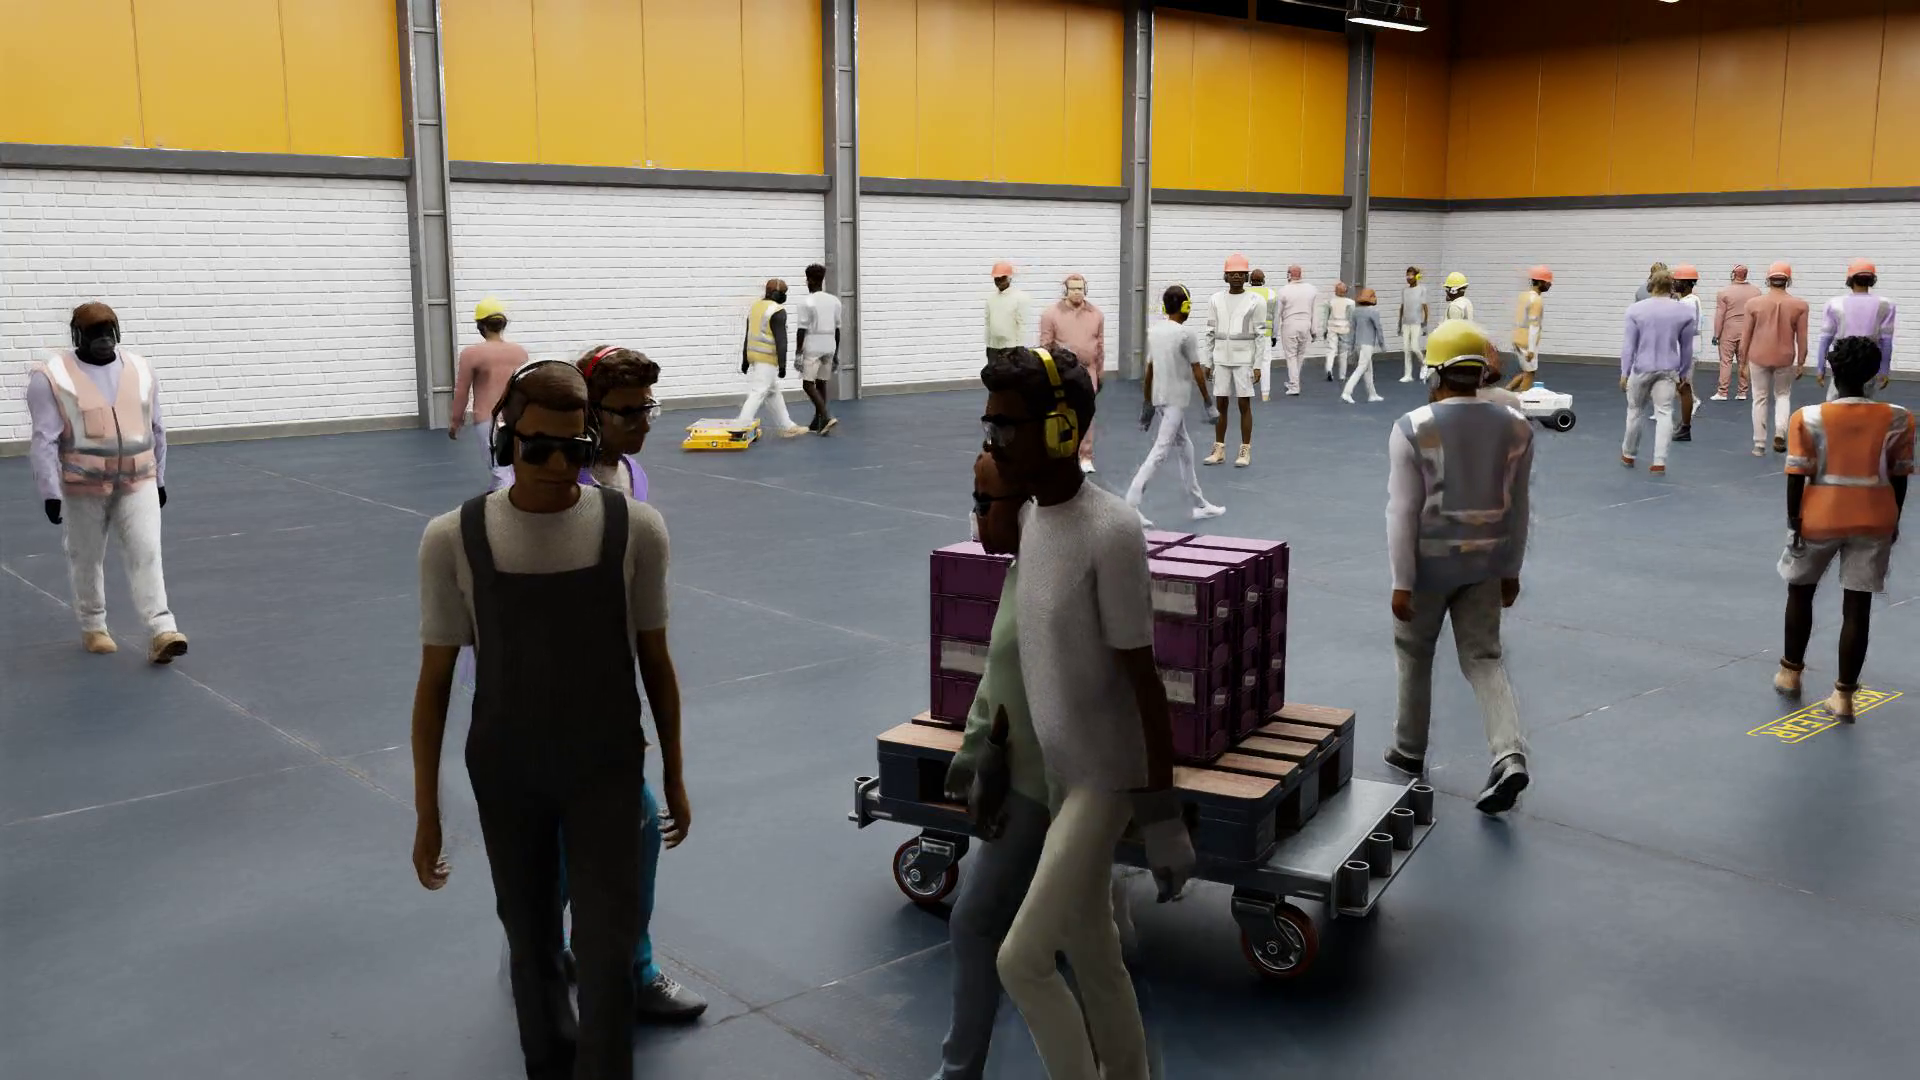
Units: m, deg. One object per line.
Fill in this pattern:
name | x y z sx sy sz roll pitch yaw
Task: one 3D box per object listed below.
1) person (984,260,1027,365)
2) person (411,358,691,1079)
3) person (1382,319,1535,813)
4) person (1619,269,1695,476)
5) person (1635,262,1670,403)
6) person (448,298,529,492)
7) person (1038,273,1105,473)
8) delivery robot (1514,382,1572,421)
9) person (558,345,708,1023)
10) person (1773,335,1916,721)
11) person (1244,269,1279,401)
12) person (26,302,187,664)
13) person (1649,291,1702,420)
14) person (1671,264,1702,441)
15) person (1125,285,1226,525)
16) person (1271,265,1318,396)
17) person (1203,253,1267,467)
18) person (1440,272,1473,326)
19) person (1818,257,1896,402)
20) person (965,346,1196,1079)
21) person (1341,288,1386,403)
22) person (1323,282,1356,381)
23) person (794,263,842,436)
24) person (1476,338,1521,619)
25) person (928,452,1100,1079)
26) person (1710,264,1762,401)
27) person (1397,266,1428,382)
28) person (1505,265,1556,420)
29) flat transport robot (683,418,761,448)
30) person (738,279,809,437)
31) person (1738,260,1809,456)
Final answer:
person | 0.561 -2.328 19.784 0.618 1.972 0.583 7 12 36
person | -0.834 0.541 3.416 0.550 1.811 0.803 -2 10 -11
person | 1.858 0.090 6.145 0.591 1.802 0.843 -2 10 -10
person | 6.505 -1.577 15.614 0.659 1.890 0.976 2 10 10
person | 9.611 -2.867 23.025 0.373 1.940 0.628 -4 11 -23
person | -3.324 -0.843 11.802 0.897 1.718 0.538 9 13 43
person | 1.057 -1.608 15.860 0.655 1.876 0.918 -2 10 -10
delivery robot | 6.715 -1.590 19.321 0.707 0.478 0.477 0 10 2
person | -0.957 0.392 4.370 0.741 1.793 0.582 2 10 11
person | 3.923 -0.068 7.420 0.542 1.673 0.706 3 10 18
person | 4.125 -2.851 23.214 0.626 1.844 0.429 1 10 3
person | -4.214 -0.270 8.242 0.657 1.789 0.959 -9 13 -43
person | 8.943 -2.298 20.658 0.778 1.608 0.524 -3 10 -15
person | 7.916 -2.049 18.234 0.377 1.938 0.547 5 11 25
person | 1.595 -1.019 12.595 1.017 1.815 0.525 -5 11 -25
person | 4.830 -3.066 24.339 0.678 1.884 0.722 -3 10 -17
person | 2.629 -1.720 15.997 0.607 2.046 0.372 6 11 30
person | 5.818 -2.230 19.601 0.404 1.830 0.601 5 11 28
person | 8.389 -1.632 15.583 0.615 2.022 0.791 4 10 21
person | 0.220 0.523 3.471 0.609 1.839 0.567 -3 10 -18
person | 5.571 -2.683 22.957 0.854 1.592 0.501 -5 11 -26
person | 6.143 -3.385 27.007 0.523 1.611 0.761 4 10 22
person | -1.609 -2.154 18.824 0.639 1.959 0.668 -9 13 -44
person | 2.742 -0.288 8.939 0.525 1.581 0.861 -1 10 -7
person | 0.074 0.575 3.828 0.709 1.607 0.500 1 10 4
person | 10.850 -2.900 23.298 0.642 1.913 0.408 -1 10 -4
person | 7.304 -3.469 26.793 0.463 1.859 0.506 -8 12 -38
person | 6.961 -2.412 20.451 0.619 1.909 0.575 0 10 3
flat transport robot | -2.539 -1.152 17.860 0.652 0.197 1.431 0 10 0
person | -2.138 -1.972 18.284 0.960 1.780 0.683 -6 12 -33
person | 8.208 -1.827 16.820 0.618 1.979 0.455 3 10 18
